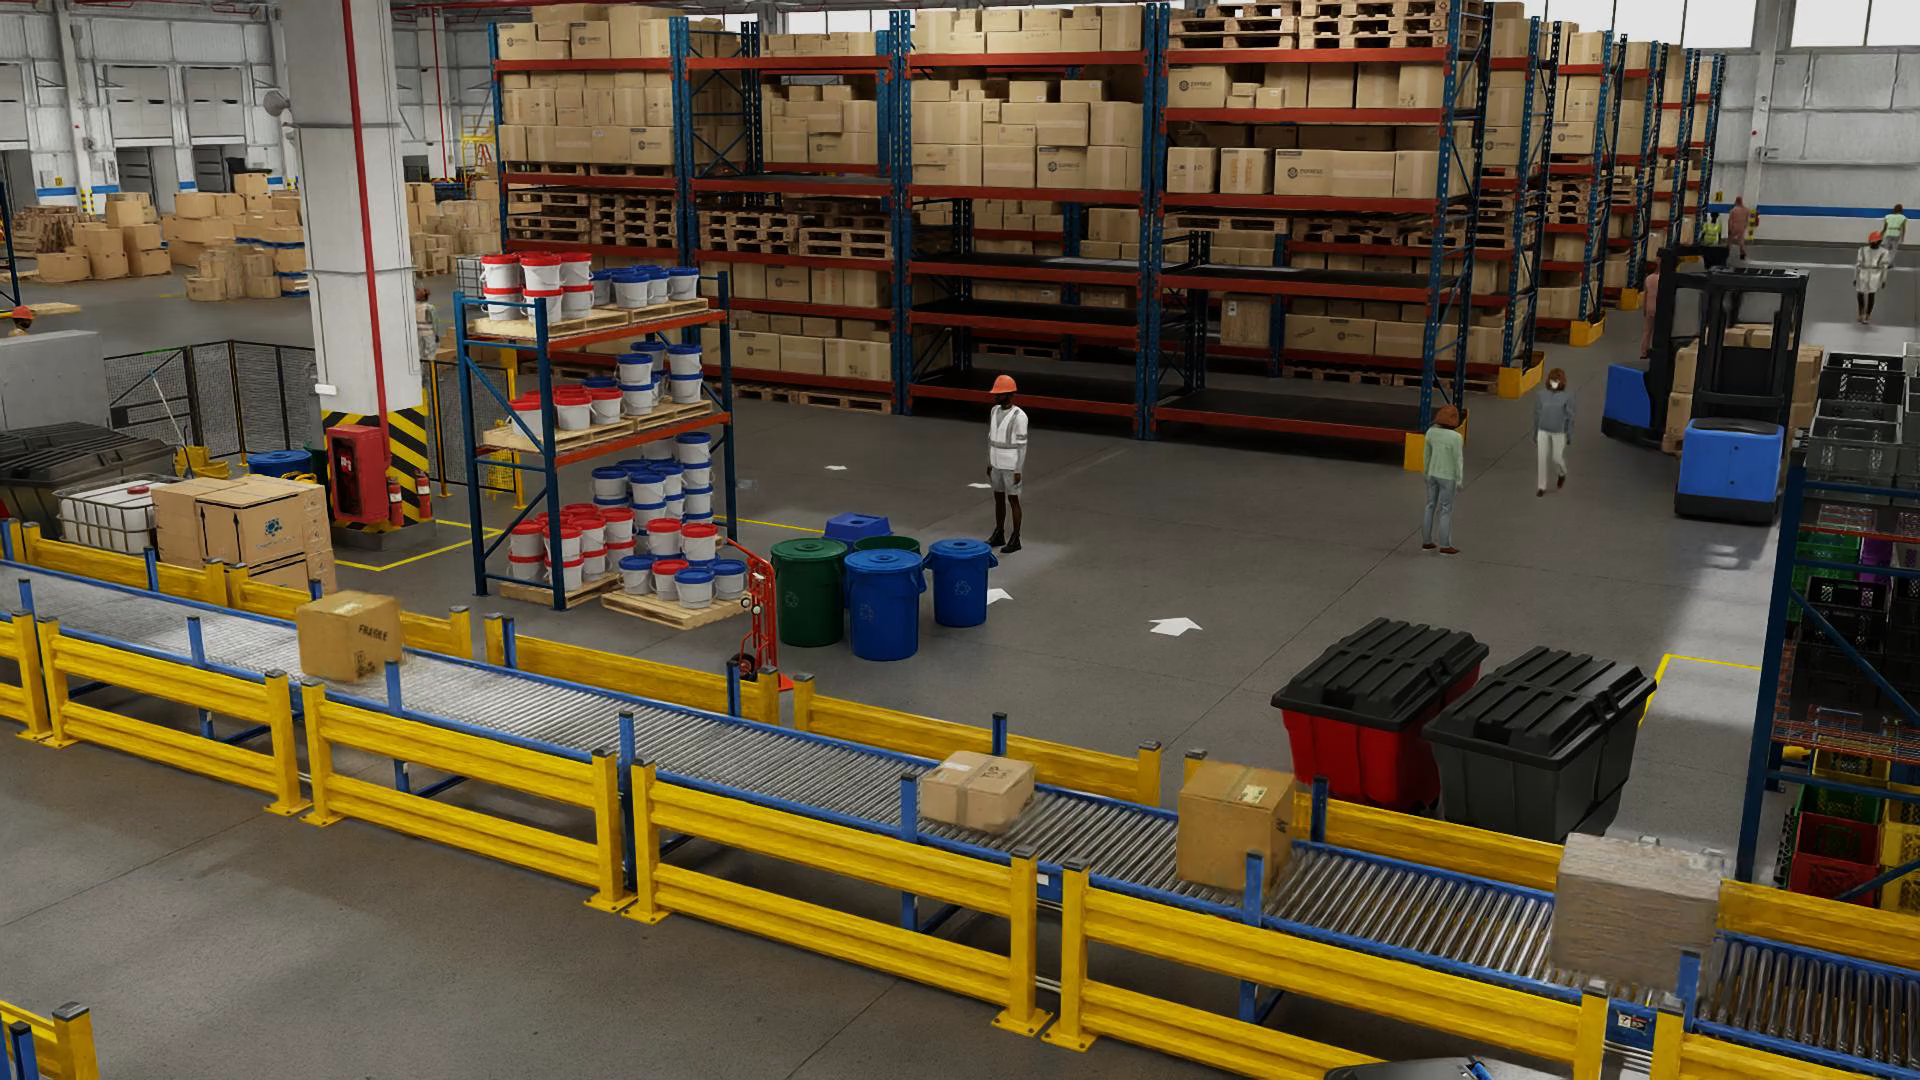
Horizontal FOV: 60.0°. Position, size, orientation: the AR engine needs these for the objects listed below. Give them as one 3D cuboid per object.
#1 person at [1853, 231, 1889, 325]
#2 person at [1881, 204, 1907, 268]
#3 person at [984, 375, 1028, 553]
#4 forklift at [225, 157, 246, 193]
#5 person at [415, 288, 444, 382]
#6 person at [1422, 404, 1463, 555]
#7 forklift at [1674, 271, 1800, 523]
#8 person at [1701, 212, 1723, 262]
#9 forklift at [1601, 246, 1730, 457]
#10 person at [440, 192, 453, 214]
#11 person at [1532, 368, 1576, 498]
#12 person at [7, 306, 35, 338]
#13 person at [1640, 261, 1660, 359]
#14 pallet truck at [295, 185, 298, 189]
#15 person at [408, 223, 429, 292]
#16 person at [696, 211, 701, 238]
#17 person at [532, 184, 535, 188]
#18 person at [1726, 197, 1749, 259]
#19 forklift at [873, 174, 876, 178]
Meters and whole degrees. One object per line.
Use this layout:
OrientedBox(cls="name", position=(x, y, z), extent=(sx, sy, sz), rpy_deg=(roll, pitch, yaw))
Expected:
OrientedBox(cls="person", position=(19.798, -5.699, 36.156), extent=(0.646, 2.022, 0.420), rpy_deg=(11, 18, 35))
OrientedBox(cls="person", position=(27.032, -8.793, 48.153), extent=(0.604, 1.830, 0.458), rpy_deg=(11, 19, 36))
OrientedBox(cls="person", position=(0.482, -0.827, 18.012), extent=(0.354, 1.939, 0.544), rpy_deg=(-13, 20, -40))
OrientedBox(cls="forklift", position=(-24.841, -11.763, 57.320), extent=(1.873, 2.768, 1.129), rpy_deg=(-13, 20, -40))
OrientedBox(cls="person", position=(-9.234, -3.532, 28.760), extent=(0.525, 1.636, 0.307), rpy_deg=(5, 16, 20))
OrientedBox(cls="person", position=(5.217, -0.660, 17.968), extent=(0.279, 1.634, 0.497), rpy_deg=(-10, 18, -33))
OrientedBox(cls="forklift", position=(9.269, -1.763, 19.726), extent=(1.129, 2.768, 1.873), rpy_deg=(8, 17, 27))
OrientedBox(cls="person", position=(21.530, -8.572, 47.654), extent=(0.530, 1.662, 0.839), rpy_deg=(8, 17, 27))
OrientedBox(cls="forklift", position=(10.075, -2.688, 23.206), extent=(1.129, 2.768, 1.873), rpy_deg=(-4, 16, -16))
OrientedBox(cls="person", position=(-16.186, -10.119, 53.041), extent=(0.645, 1.893, 0.937), rpy_deg=(3, 15, 9))
OrientedBox(cls="person", position=(7.337, -1.340, 20.565), extent=(0.500, 1.620, 0.491), rpy_deg=(11, 18, 35))
OrientedBox(cls="person", position=(-13.404, -2.392, 23.915), extent=(0.542, 1.929, 0.374), rpy_deg=(13, 20, 40))
OrientedBox(cls="person", position=(13.092, -4.302, 31.162), extent=(0.399, 1.899, 0.650), rpy_deg=(-7, 16, -23))
OrientedBox(cls="pallet truck", position=(-26.804, -14.617, 69.738), extent=(1.885, 1.965, 0.823), rpy_deg=(-14, 20, -42))
OrientedBox(cls="person", position=(-13.883, -7.184, 41.963), extent=(0.885, 1.906, 0.662), rpy_deg=(-9, 17, -31))
OrientedBox(cls="person", position=(-6.874, -7.787, 44.135), extent=(0.652, 1.969, 0.435), rpy_deg=(0, 15, 1))
OrientedBox(cls="person", position=(-16.987, -13.467, 66.013), extent=(0.533, 1.692, 0.322), rpy_deg=(4, 15, 14))
OrientedBox(cls="person", position=(23.857, -9.562, 50.994), extent=(0.642, 1.872, 0.917), rpy_deg=(0, 15, -1))
OrientedBox(cls="forklift", position=(-2.894, -13.447, 63.650), extent=(1.129, 2.768, 1.873), rpy_deg=(-11, 18, -35))
